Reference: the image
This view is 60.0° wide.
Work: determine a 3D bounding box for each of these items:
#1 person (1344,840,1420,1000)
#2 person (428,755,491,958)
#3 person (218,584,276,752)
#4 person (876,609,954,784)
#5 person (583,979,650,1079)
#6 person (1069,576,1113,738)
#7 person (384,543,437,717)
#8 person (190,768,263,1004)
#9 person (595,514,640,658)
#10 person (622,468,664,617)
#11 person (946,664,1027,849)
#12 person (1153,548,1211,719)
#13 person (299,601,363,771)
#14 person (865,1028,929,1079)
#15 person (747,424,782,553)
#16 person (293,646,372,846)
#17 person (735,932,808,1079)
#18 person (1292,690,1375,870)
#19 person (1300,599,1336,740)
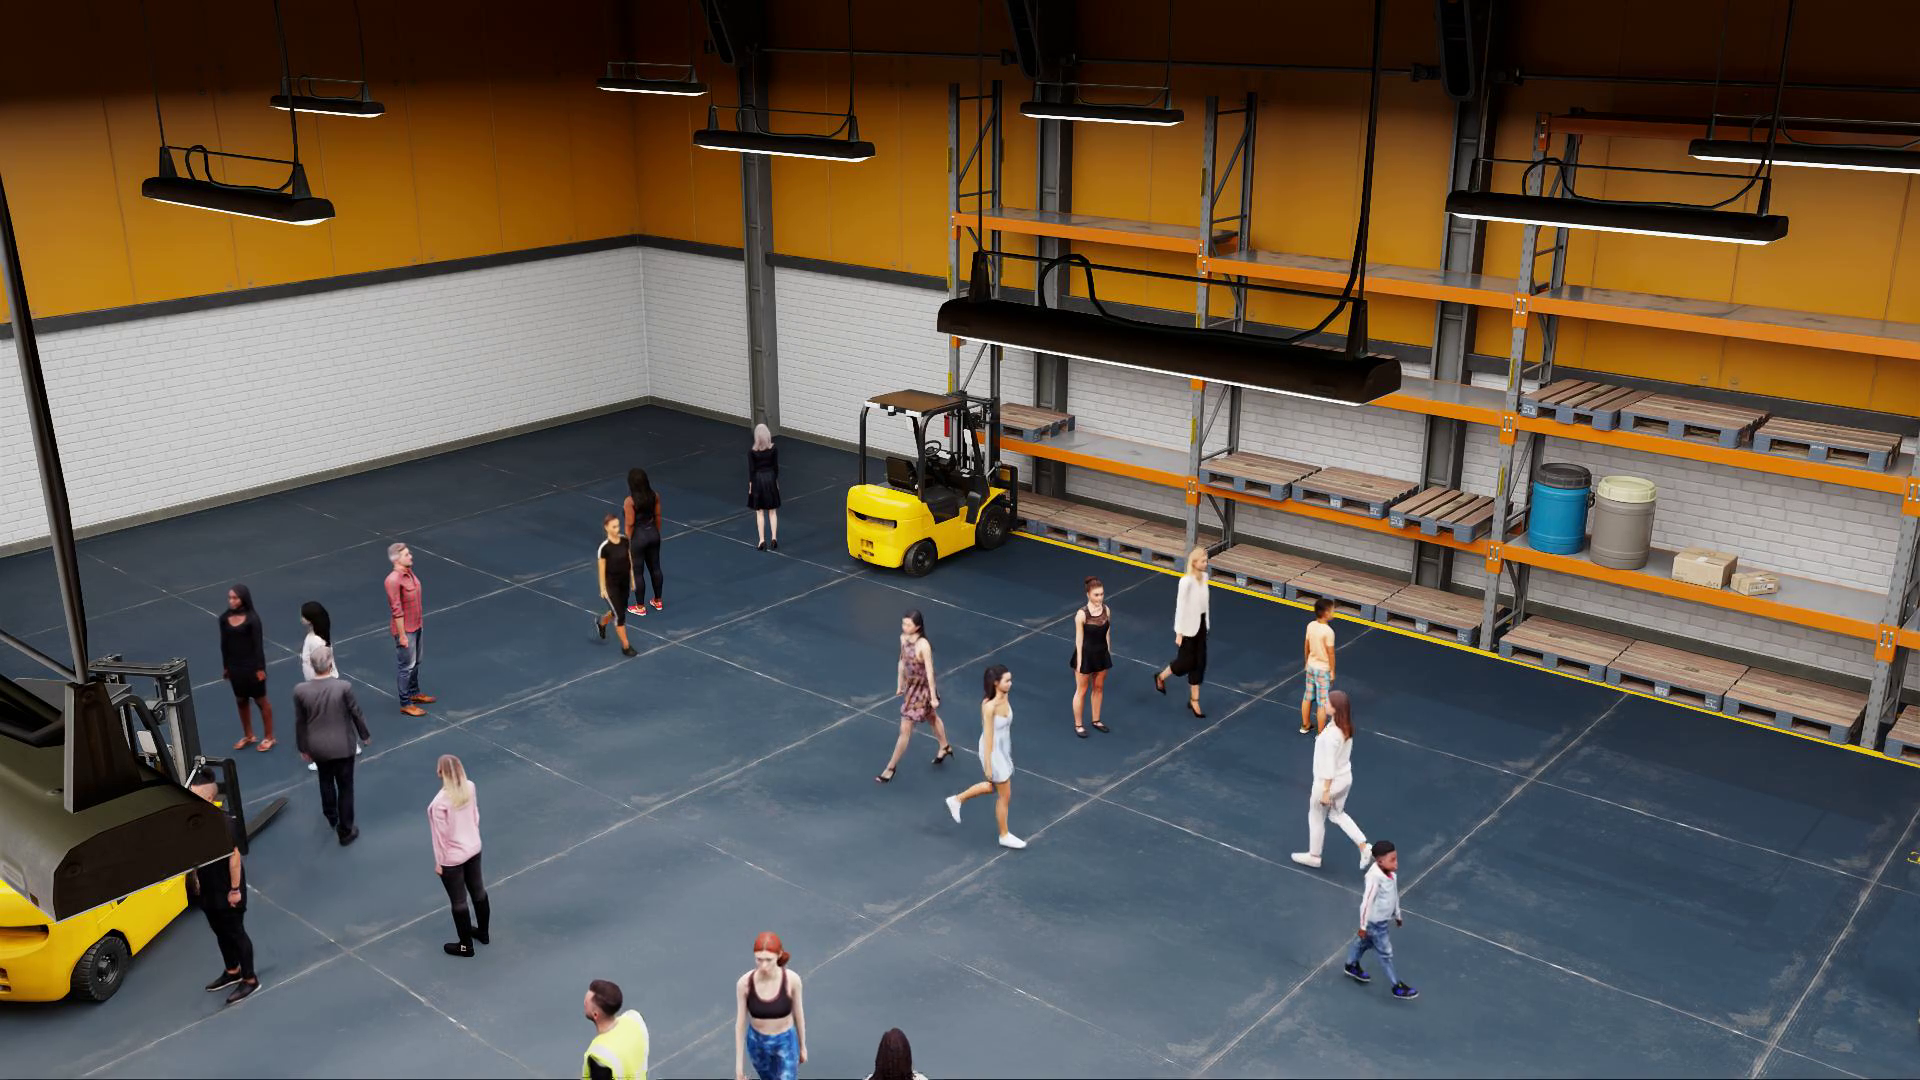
[{"bbox_3d":[3.102,2.822,12.557,0.842,1.225,0.493,15,24,37],"label":"person"},{"bbox_3d":[-3.897,2.441,12.964,0.601,1.687,0.637,10,21,27],"label":"person"},{"bbox_3d":[-7.046,1.251,16.444,0.595,1.722,0.736,5,19,15],"label":"person"},{"bbox_3d":[-0.343,1.474,15.807,0.918,1.705,1.164,-11,22,-30],"label":"person"},{"bbox_3d":[-1.969,3.414,9.837,0.875,1.839,0.835,6,20,18],"label":"person"},{"bbox_3d":[1.329,1.166,16.766,0.652,1.677,0.656,-11,22,-29],"label":"person"},{"bbox_3d":[-5.766,0.899,17.312,0.787,1.835,0.755,0,19,0],"label":"person"},{"bbox_3d":[-5.503,2.547,12.372,0.534,1.864,0.757,13,22,33],"label":"person"},{"bbox_3d":[-3.951,0.484,18.840,1.009,1.645,0.620,14,23,35],"label":"person"},{"bbox_3d":[-3.817,0.000,20.010,0.672,1.817,0.624,-18,25,-42],"label":"person"},{"bbox_3d":[0.228,1.879,14.597,1.079,1.710,0.777,7,20,21],"label":"person"},{"bbox_3d":[2.321,0.938,17.183,0.925,1.842,0.661,15,24,37],"label":"person"},{"bbox_3d":[-6.160,1.388,16.088,0.857,1.689,0.806,-5,19,-14],"label":"person"},{"bbox_3d":[-0.354,3.626,9.602,1.053,1.587,1.129,-2,19,-6],"label":"person"},{"bbox_3d":[-2.617,-0.709,22.221,0.685,1.748,0.699,-8,20,-23],"label":"person"},{"bbox_3d":[-5.517,1.822,14.587,0.970,1.824,1.029,-1,19,-3],"label":"person"},{"bbox_3d":[-1.183,3.234,10.540,1.183,1.731,1.166,0,19,1],"label":"person"},{"bbox_3d":[3.231,2.063,14.112,0.944,1.670,0.636,12,22,33],"label":"person"},{"bbox_3d":[3.617,1.289,16.738,0.634,1.461,0.496,-13,22,-33],"label":"person"}]
